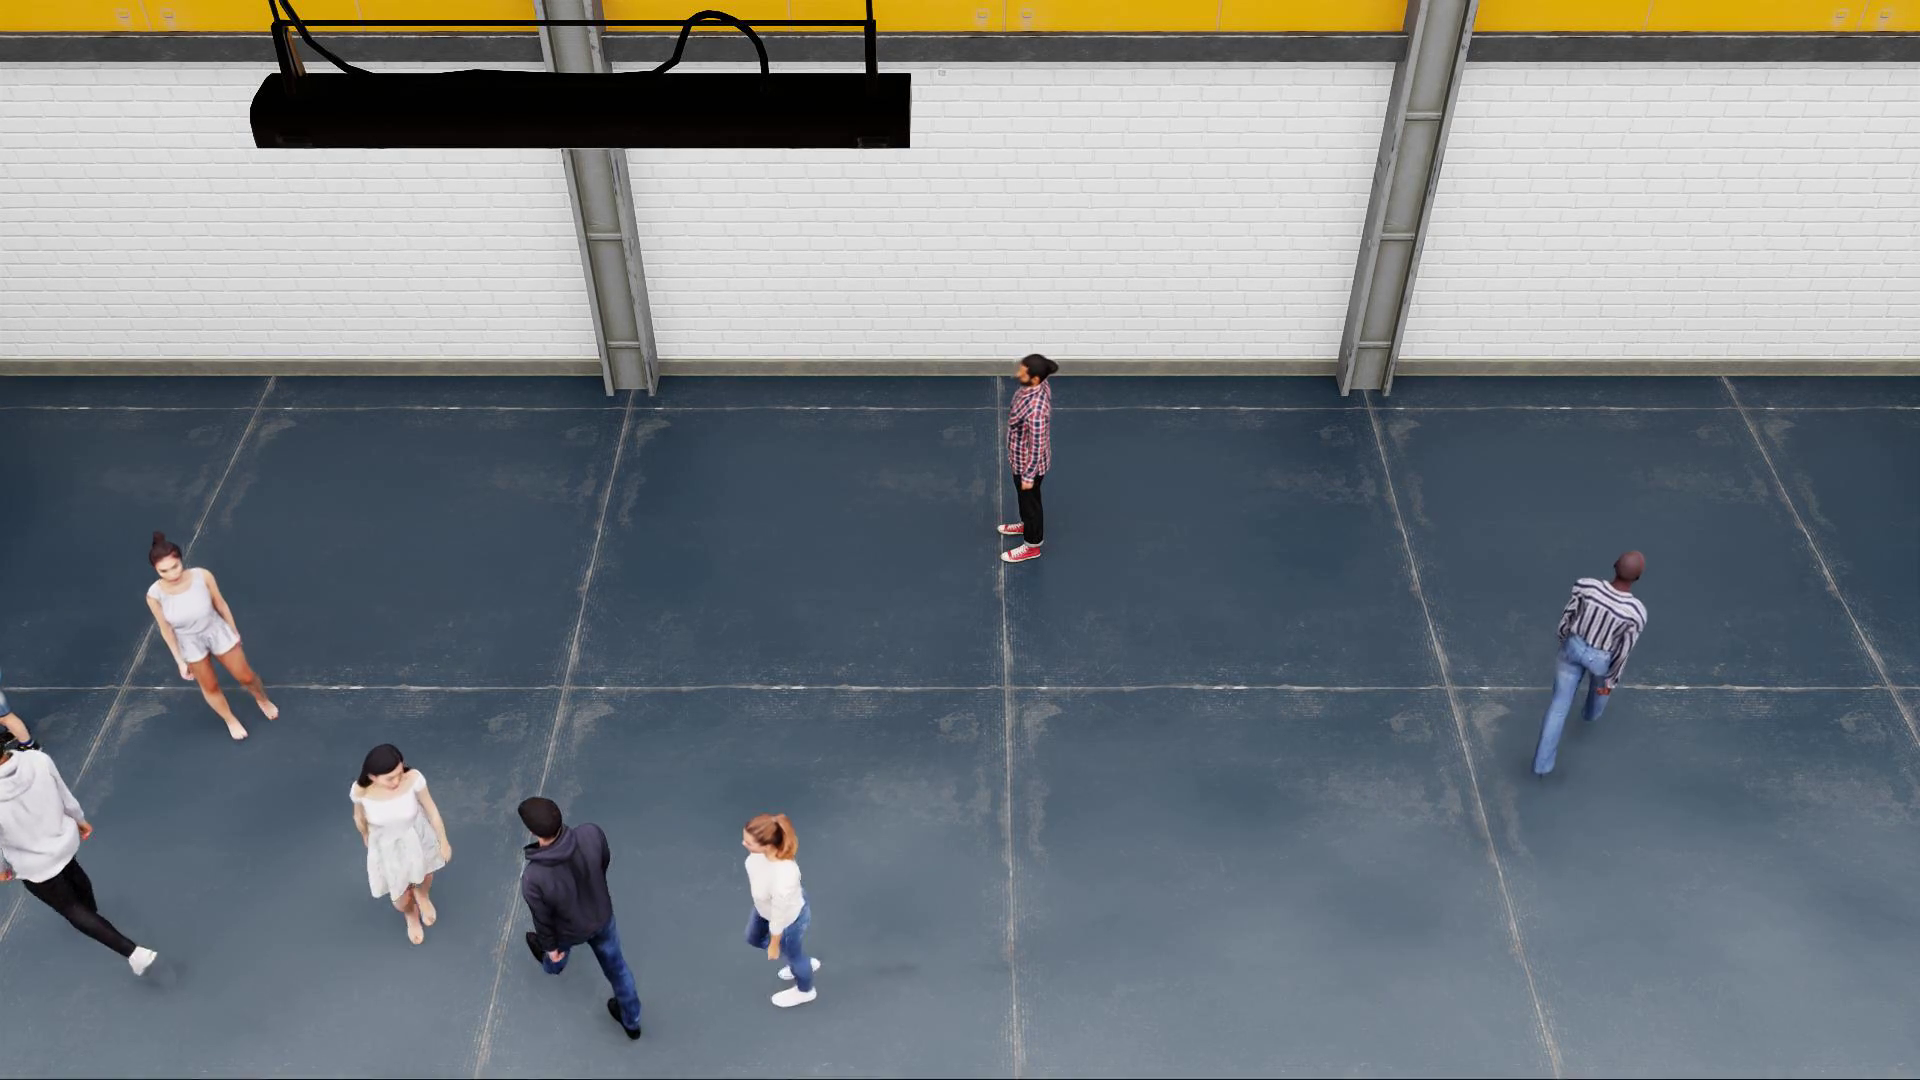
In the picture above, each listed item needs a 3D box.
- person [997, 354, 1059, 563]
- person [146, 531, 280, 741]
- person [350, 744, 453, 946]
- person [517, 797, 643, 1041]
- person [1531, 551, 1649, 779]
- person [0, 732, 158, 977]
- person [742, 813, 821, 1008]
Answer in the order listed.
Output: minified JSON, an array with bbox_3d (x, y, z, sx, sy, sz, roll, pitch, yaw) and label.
[{"bbox_3d":[0.480,-0.601,11.690,0.607,1.762,0.696,-3,44,-3],"label":"person"},{"bbox_3d":[-4.835,0.593,10.543,0.694,1.616,0.777,-24,49,-23],"label":"person"},{"bbox_3d":[-3.141,1.673,9.321,0.813,1.737,0.847,-9,44,-9],"label":"person"},{"bbox_3d":[-1.968,2.056,8.841,1.162,1.844,1.197,-33,52,-30],"label":"person"},{"bbox_3d":[3.815,0.811,10.212,1.150,1.756,1.095,25,49,24],"label":"person"},{"bbox_3d":[-4.964,1.729,9.141,1.256,1.903,0.985,17,46,17],"label":"person"},{"bbox_3d":[-0.878,1.996,8.998,0.717,1.715,0.699,-9,44,-10],"label":"person"}]
